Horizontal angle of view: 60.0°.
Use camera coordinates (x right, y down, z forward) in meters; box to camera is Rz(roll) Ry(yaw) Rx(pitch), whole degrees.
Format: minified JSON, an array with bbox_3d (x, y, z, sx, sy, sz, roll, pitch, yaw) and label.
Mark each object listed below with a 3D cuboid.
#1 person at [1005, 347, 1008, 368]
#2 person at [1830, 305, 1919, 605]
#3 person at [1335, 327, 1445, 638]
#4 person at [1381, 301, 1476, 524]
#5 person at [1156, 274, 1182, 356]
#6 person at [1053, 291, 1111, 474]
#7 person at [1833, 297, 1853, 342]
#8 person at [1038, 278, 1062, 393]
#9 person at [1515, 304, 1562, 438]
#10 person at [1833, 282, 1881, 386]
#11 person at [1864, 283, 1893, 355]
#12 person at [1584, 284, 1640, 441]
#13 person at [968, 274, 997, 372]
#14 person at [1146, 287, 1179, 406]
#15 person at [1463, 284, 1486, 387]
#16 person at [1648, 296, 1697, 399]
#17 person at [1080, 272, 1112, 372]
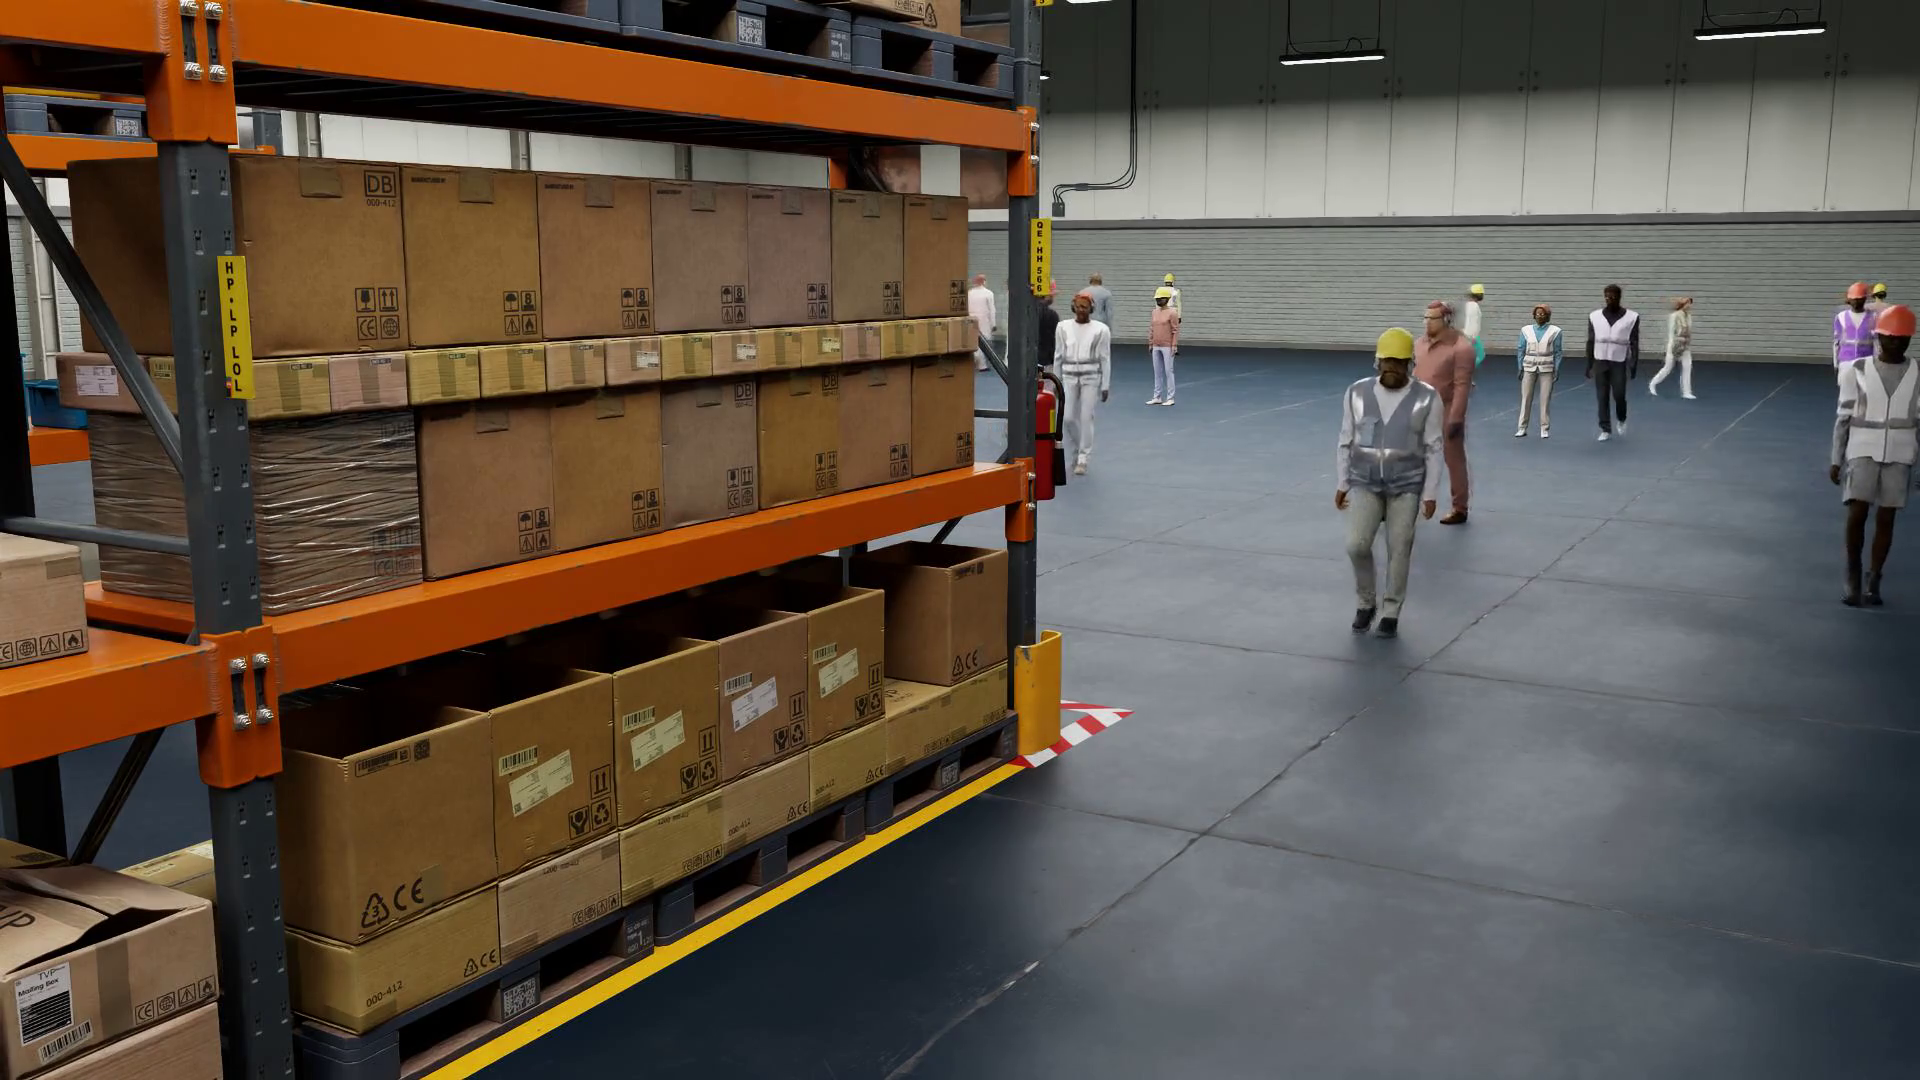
[{"bbox_3d":[1.174,-4.055,31.556,0.491,1.808,1.006,9,13,42],"label":"person"},{"bbox_3d":[5.847,-0.519,10.521,0.564,1.915,0.580,4,10,21],"label":"person"},{"bbox_3d":[2.488,-0.323,9.675,0.624,1.815,0.460,4,11,24],"label":"person"},{"bbox_3d":[3.873,-1.023,13.660,0.980,1.851,0.674,-7,12,-34],"label":"person"},{"bbox_3d":[4.656,-4.998,37.001,0.586,1.837,0.403,4,11,23],"label":"person"},{"bbox_3d":[1.233,-1.593,16.953,0.621,1.869,0.426,3,10,17],"label":"person"},{"bbox_3d":[15.884,-3.621,29.585,0.706,1.604,0.533,-9,13,-43],"label":"person"},{"bbox_3d":[0.941,-2.080,19.505,0.527,1.982,0.630,-6,11,-29],"label":"person"},{"bbox_3d":[7.119,-2.074,20.452,0.515,1.641,0.315,5,11,28],"label":"person"},{"bbox_3d":[11.277,-2.285,20.929,0.549,1.910,0.921,6,11,30],"label":"person"},{"bbox_3d":[15.287,-3.384,27.748,0.525,1.772,0.307,3,10,19],"label":"person"},{"bbox_3d":[7.897,-2.146,20.151,0.595,1.895,0.490,6,11,31],"label":"person"},{"bbox_3d":[0.378,-4.154,31.906,0.642,1.883,0.718,9,13,43],"label":"person"},{"bbox_3d":[3.020,-2.886,24.841,0.317,1.767,0.534,-8,13,-40],"label":"person"},{"bbox_3d":[8.762,-3.476,28.316,0.368,1.751,0.552,1,10,5],"label":"person"},{"bbox_3d":[11.246,-3.031,26.142,0.514,1.611,0.733,-5,11,-26],"label":"person"},{"bbox_3d":[2.562,-4.115,31.565,0.655,1.924,0.442,2,10,12],"label":"person"}]
